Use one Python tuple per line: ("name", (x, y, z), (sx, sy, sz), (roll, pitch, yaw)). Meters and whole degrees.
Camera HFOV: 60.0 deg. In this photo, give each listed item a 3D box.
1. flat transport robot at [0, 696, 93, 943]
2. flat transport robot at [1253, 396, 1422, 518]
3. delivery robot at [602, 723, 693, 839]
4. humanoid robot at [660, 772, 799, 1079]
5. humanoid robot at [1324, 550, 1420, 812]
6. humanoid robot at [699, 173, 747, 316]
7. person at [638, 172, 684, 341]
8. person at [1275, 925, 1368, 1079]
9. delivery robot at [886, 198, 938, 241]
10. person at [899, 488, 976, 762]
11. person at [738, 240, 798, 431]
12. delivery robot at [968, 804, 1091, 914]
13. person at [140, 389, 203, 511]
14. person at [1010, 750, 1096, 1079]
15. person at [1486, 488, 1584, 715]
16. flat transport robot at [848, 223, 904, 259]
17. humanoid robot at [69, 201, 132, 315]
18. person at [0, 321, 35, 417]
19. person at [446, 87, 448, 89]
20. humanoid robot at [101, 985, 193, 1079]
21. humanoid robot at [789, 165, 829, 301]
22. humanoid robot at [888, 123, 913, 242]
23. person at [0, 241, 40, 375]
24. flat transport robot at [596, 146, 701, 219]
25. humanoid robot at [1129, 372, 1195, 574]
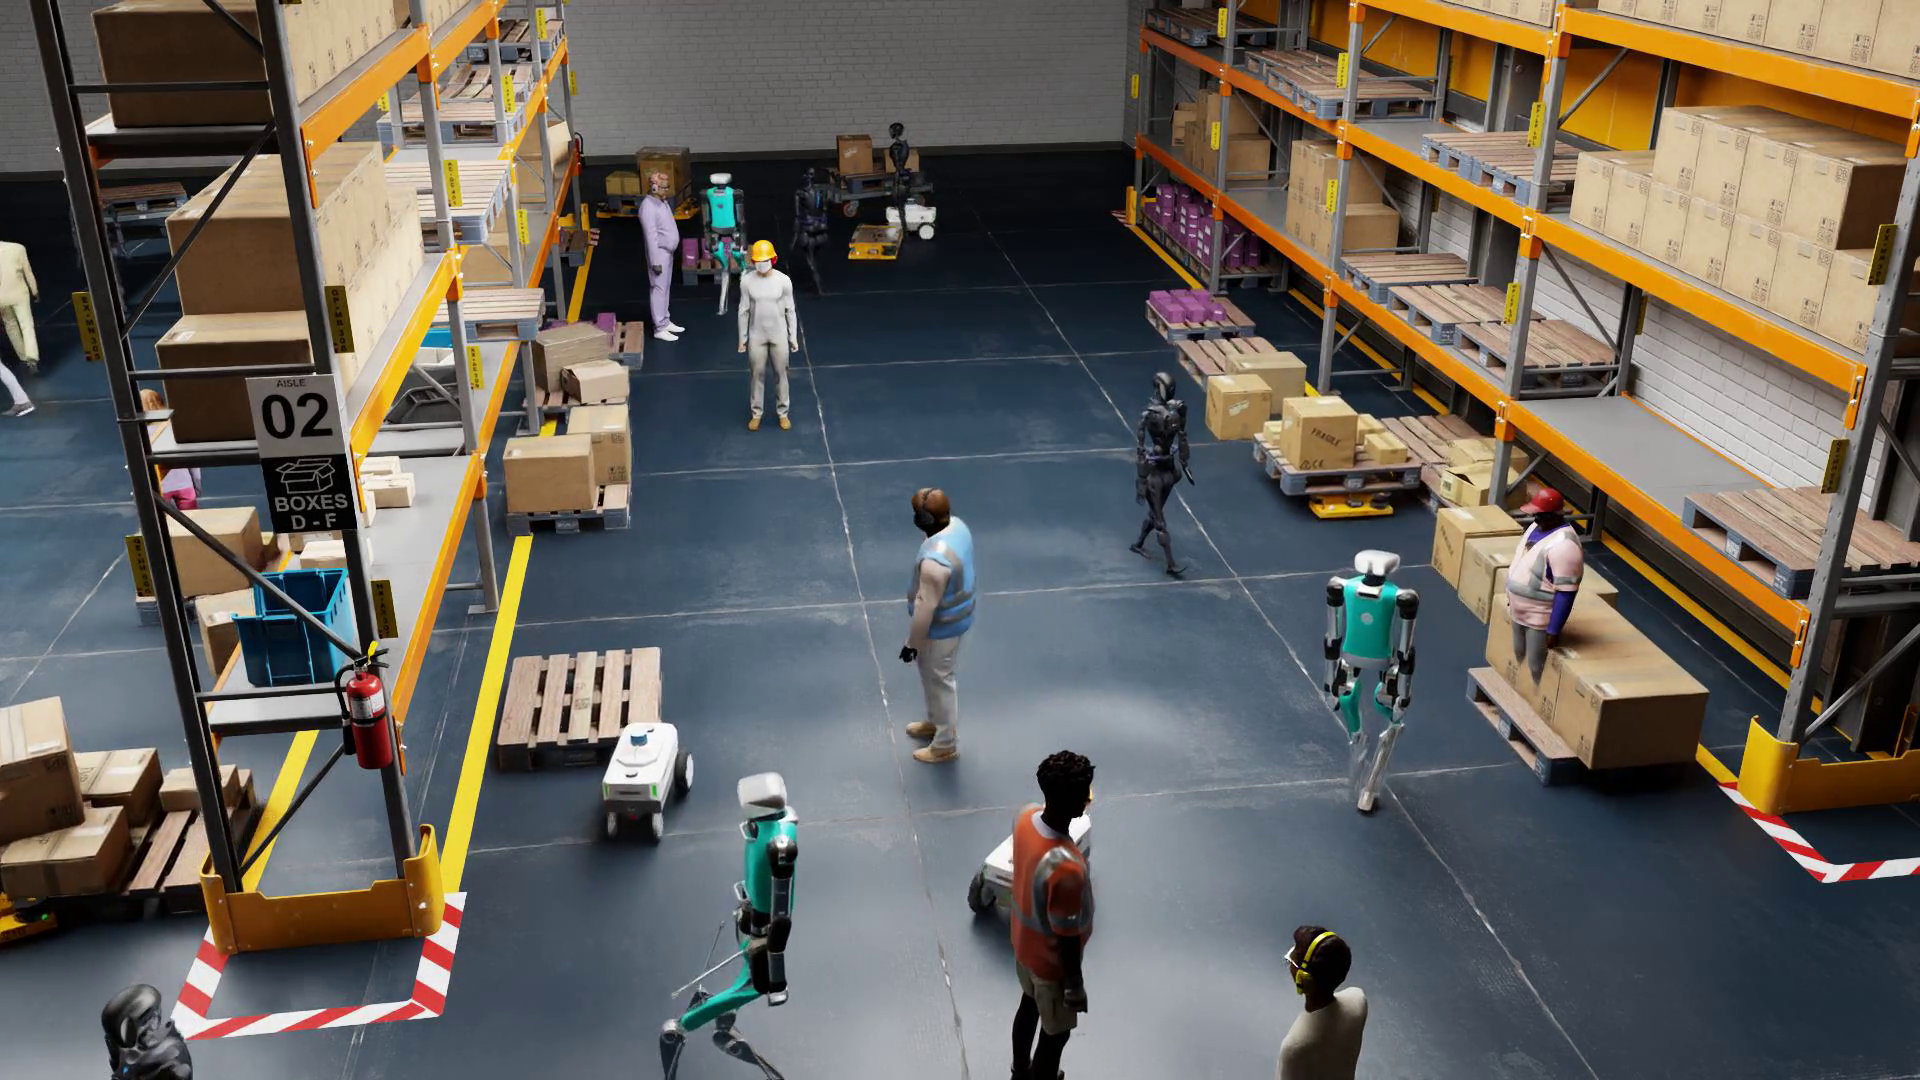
("flat transport robot", (-5.548, 1.858, 9.444), (0.659, 0.231, 1.431), (-13, 27, -27))
("flat transport robot", (3.312, -0.550, 14.932), (0.659, 0.231, 1.431), (-3, 24, -7))
("delivery robot", (-1.928, 1.418, 10.115), (0.499, 0.613, 0.803), (0, 24, 1))
("humanoid robot", (-1.153, 1.924, 7.527), (1.001, 1.783, 0.549), (-8, 25, -17))
("humanoid robot", (2.472, 0.874, 9.976), (0.548, 1.888, 0.728), (12, 26, 25))
("humanoid robot", (-2.782, -3.562, 19.993), (0.531, 1.795, 0.802), (1, 24, 2))
("person", (-3.414, -3.254, 19.063), (0.413, 1.903, 0.638), (1, 24, 3))
("person", (1.341, 2.301, 6.448), (0.309, 1.868, 0.531), (21, 31, 39))
("delivery robot", (-0.686, -4.577, 23.730), (0.774, 0.579, 0.499), (1, 24, 3))
("person", (-0.164, 0.532, 10.531), (0.507, 1.829, 0.683), (4, 24, 9))
("person", (-1.870, -1.987, 16.184), (0.584, 1.894, 0.373), (-1, 24, -3))
("delivery robot", (0.424, 1.805, 9.234), (0.499, 0.614, 0.818), (14, 27, 29))
("person", (-6.114, -0.377, 12.847), (0.498, 1.629, 0.287), (-16, 28, -32))
("person", (0.417, 1.813, 7.448), (0.365, 1.957, 0.598), (-7, 25, -15))
("person", (3.719, 0.474, 10.758), (0.420, 1.746, 0.625), (-2, 24, -5))
("flat transport robot", (-1.158, -4.148, 23.127), (0.659, 0.231, 1.431), (1, 24, 2))
("humanoid robot", (-10.328, -3.507, 19.975), (0.602, 1.623, 0.795), (-17, 29, -34))
("person", (-9.656, -2.095, 16.397), (0.649, 1.927, 0.533), (-7, 25, -15))
("person", (-8.112, -6.439, 26.662), (0.418, 1.615, 0.513), (-5, 24, -11))
("humanoid robot", (-3.081, 2.407, 6.482), (0.592, 1.622, 0.771), (12, 27, 26))
("humanoid robot", (-1.904, -3.833, 20.682), (0.676, 1.637, 0.611), (19, 30, 36))
("humanoid robot", (-0.842, -5.023, 23.394), (0.343, 1.642, 0.616), (3, 24, 7))
("person", (-10.223, -2.627, 17.882), (0.563, 1.693, 0.841), (-14, 27, -29))
("flat transport robot", (-4.694, -5.004, 25.079), (1.431, 0.231, 0.659), (2, 24, 5))
("humanoid robot", (1.641, -0.546, 13.211), (0.586, 1.632, 0.744), (-19, 30, -37))
